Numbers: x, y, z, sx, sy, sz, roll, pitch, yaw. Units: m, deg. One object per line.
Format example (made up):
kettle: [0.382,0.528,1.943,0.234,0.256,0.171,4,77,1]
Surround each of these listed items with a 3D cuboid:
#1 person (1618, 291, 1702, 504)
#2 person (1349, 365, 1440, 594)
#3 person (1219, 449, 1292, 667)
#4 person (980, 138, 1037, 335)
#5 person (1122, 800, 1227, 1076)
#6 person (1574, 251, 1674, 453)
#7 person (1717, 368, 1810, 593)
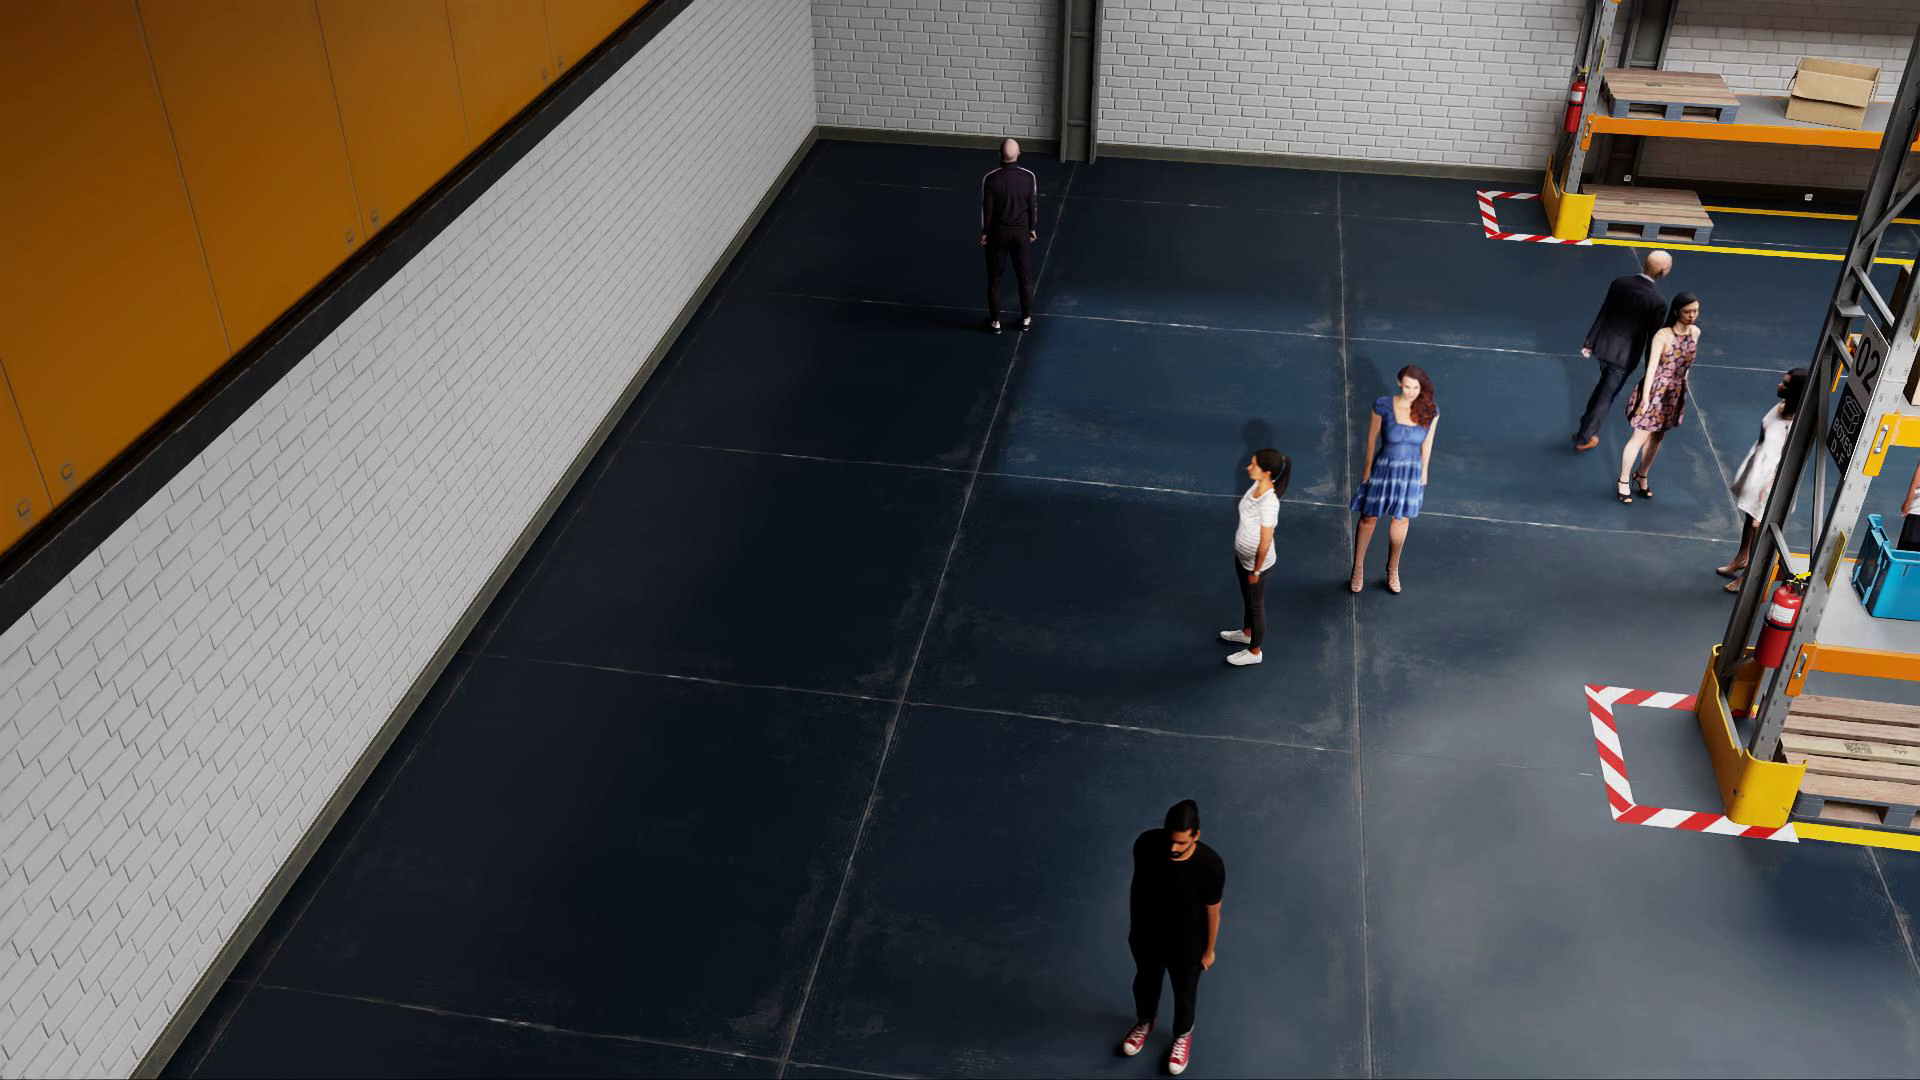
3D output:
person: [5.395,-1.090,12.786,0.776,1.774,0.856,-12,36,-18]
person: [3.063,-0.418,11.747,0.556,1.805,0.757,1,34,1]
person: [1.980,0.097,11.114,0.578,1.646,0.600,0,34,0]
person: [0.444,-2.784,15.280,0.645,1.835,0.811,-6,34,-9]
person: [1.047,1.939,8.250,0.600,1.751,0.744,16,37,23]
person: [5.248,-1.471,13.364,0.921,1.769,0.862,-26,41,-33]
person: [5.721,-0.425,11.786,0.615,1.774,0.633,6,34,9]
